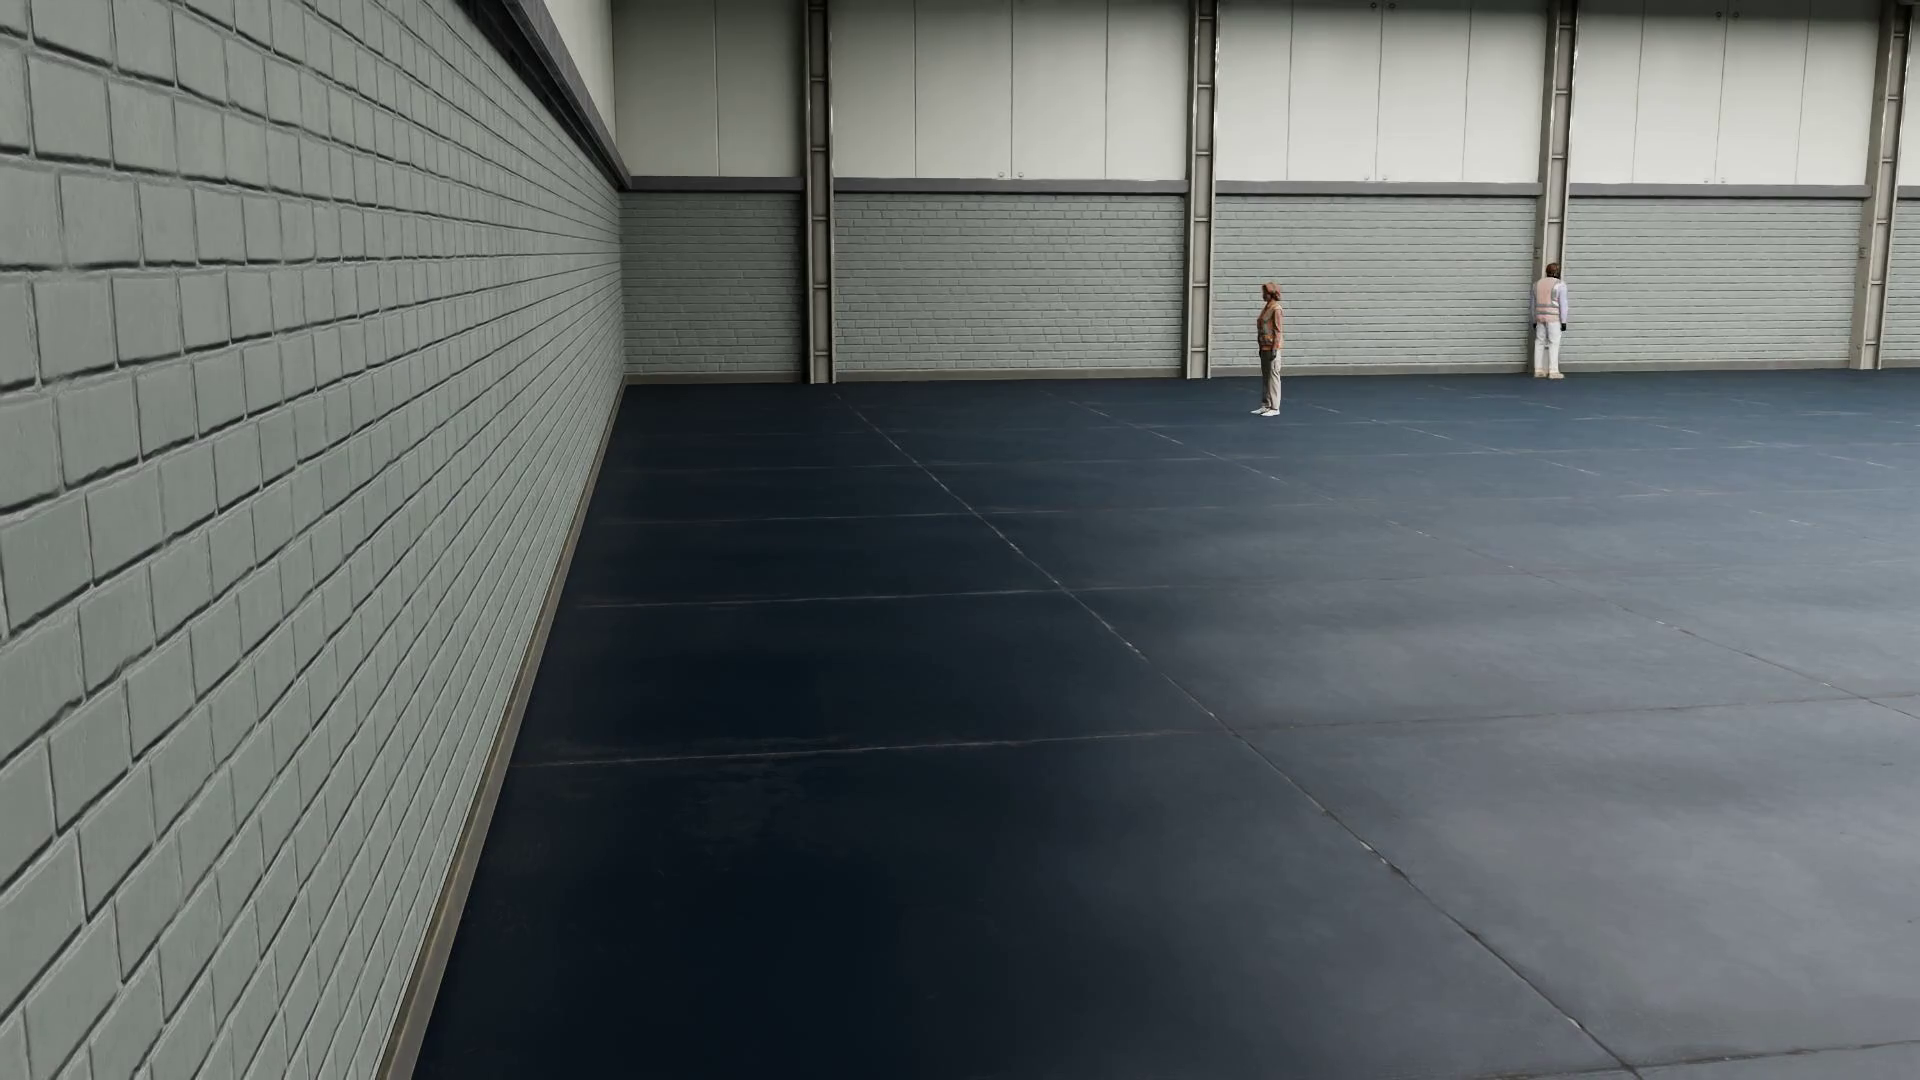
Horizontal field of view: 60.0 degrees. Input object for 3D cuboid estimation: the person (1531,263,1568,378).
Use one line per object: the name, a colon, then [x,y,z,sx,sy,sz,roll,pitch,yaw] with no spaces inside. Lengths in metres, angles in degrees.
person: [9.439,-3.504,26.588,0.429,1.841,0.634,-7,12,-33]

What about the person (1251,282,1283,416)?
person: [3.815,-2.344,20.485,0.307,1.644,0.511,-2,10,-10]
